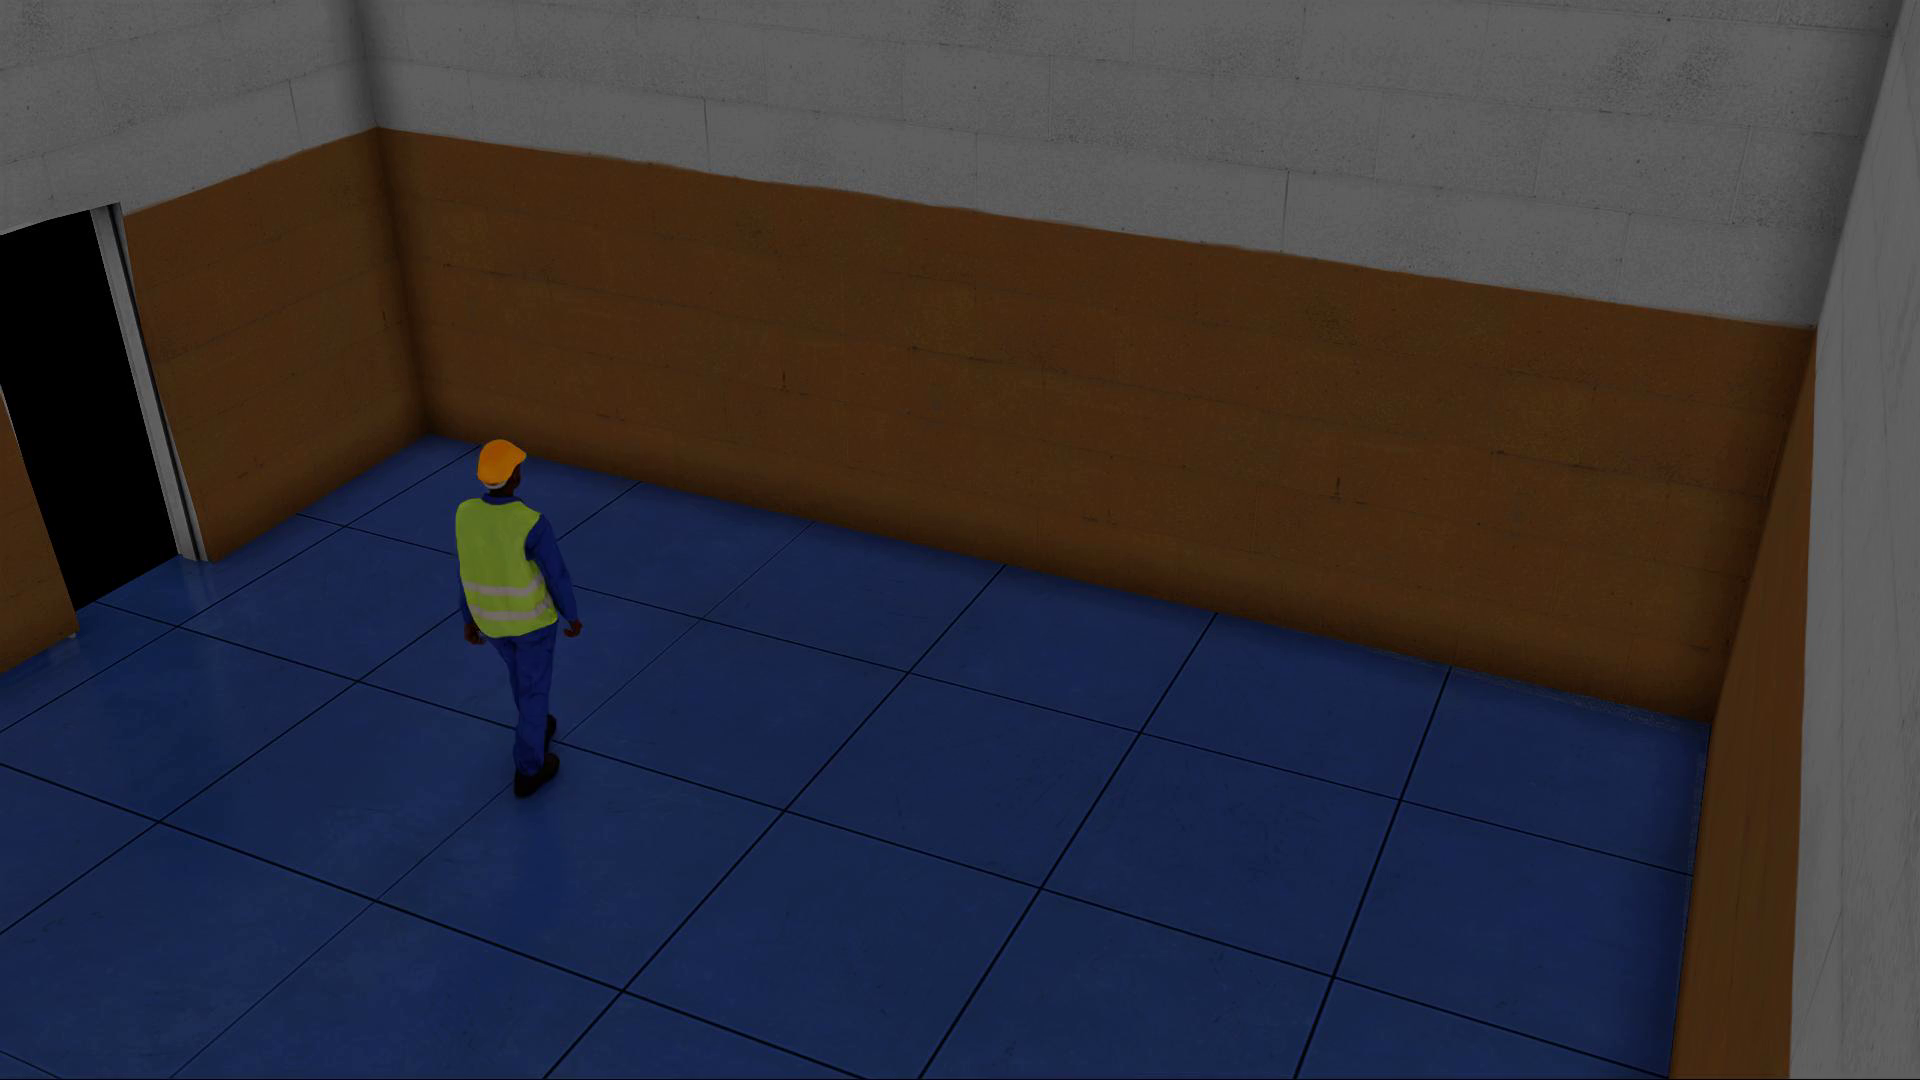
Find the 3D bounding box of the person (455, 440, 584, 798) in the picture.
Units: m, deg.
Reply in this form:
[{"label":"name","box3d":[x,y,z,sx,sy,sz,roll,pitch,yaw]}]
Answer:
[{"label":"person","box3d":[-2.119,0.407,7.762,0.803,1.796,0.820,7,30,13]}]
